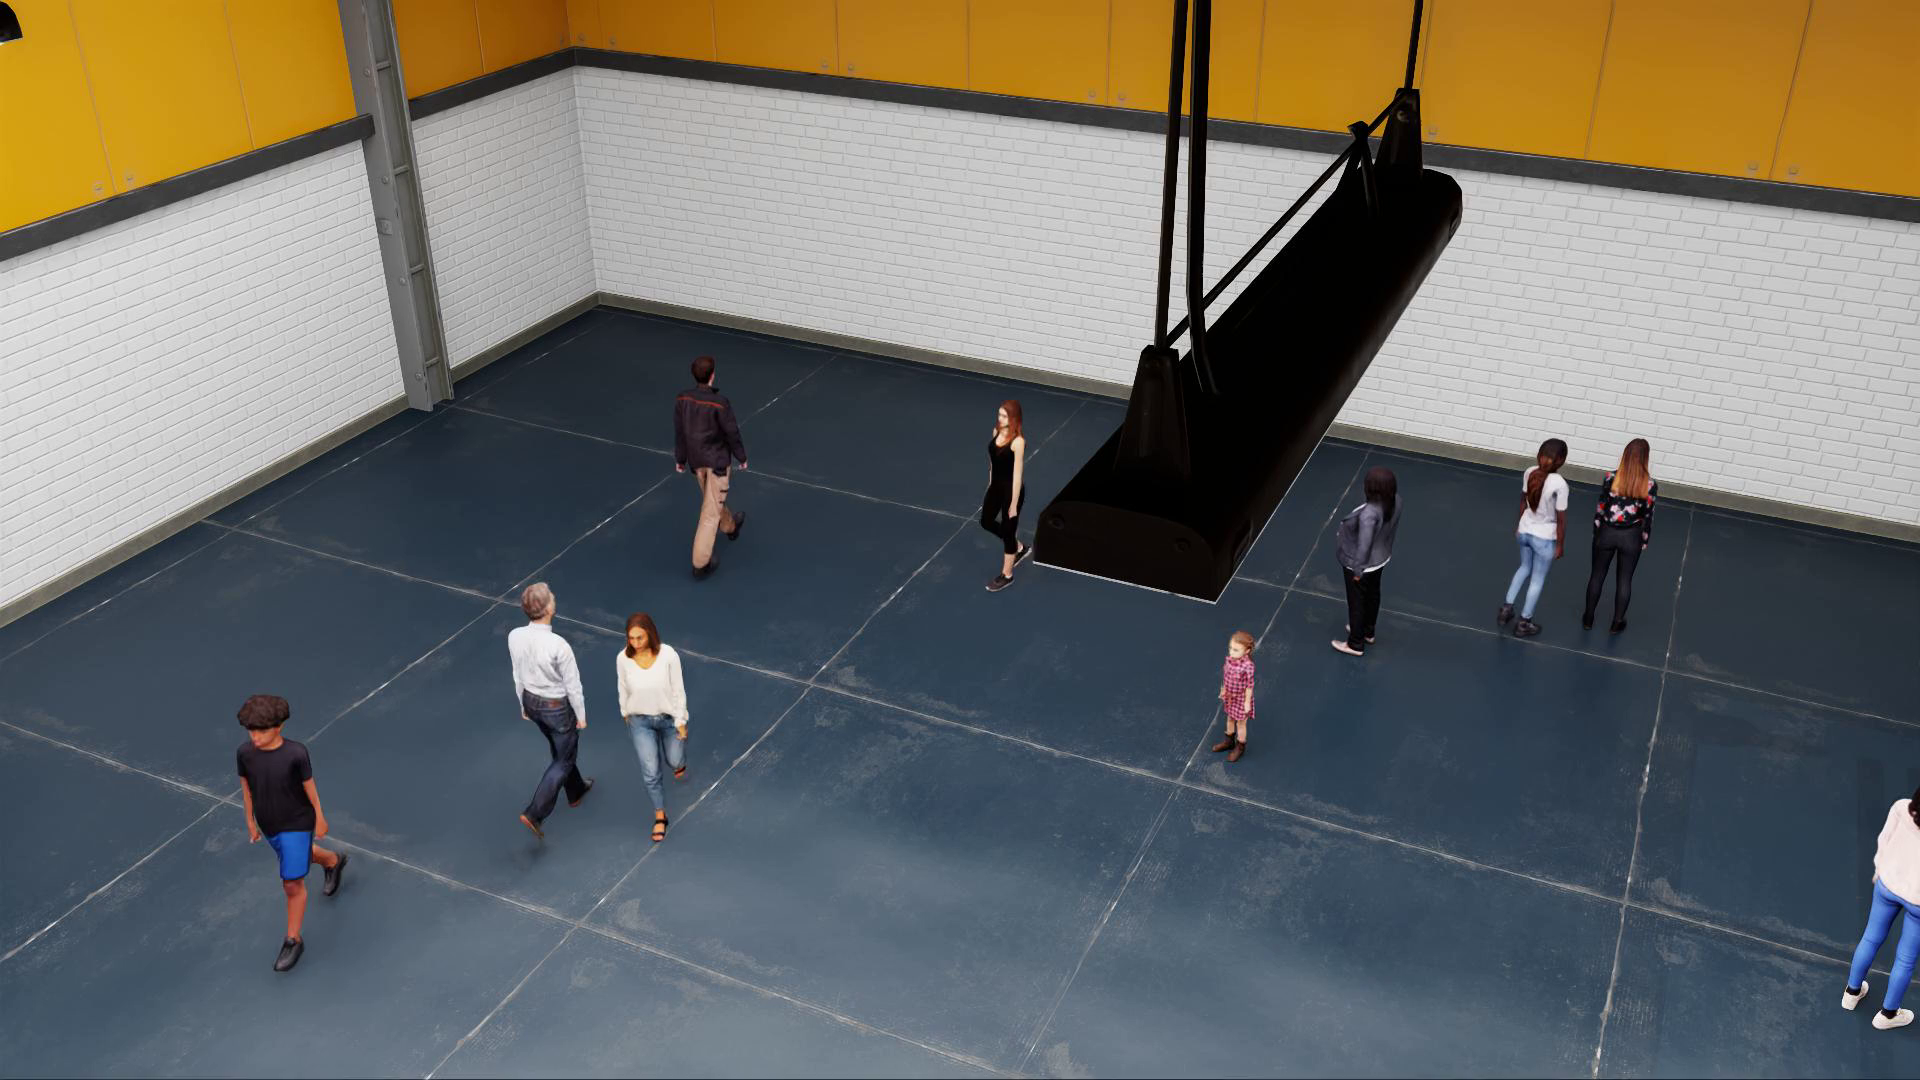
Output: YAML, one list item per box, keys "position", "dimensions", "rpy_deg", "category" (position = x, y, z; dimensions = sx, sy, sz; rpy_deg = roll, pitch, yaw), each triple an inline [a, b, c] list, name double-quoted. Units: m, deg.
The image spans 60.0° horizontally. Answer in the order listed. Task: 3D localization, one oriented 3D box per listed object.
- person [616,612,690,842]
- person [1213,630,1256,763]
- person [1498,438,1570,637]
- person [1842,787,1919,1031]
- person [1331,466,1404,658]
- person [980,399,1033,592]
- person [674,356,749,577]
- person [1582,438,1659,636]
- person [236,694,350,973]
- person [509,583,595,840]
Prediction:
- position: [-1.992, 1.155, 11.050]
  dimensions: [0.846, 1.658, 1.024]
  rpy_deg: [0, 29, 0]
  category: "person"
- position: [1.985, 1.089, 11.837]
  dimensions: [0.530, 1.020, 0.498]
  rpy_deg: [-18, 34, -30]
  category: "person"
- position: [4.554, -0.005, 13.113]
  dimensions: [0.725, 1.720, 0.683]
  rpy_deg: [-15, 32, -25]
  category: "person"
- position: [5.357, 1.999, 9.387]
  dimensions: [0.737, 1.769, 0.731]
  rpy_deg: [-17, 33, -28]
  category: "person"
- position: [3.180, 0.149, 12.959]
  dimensions: [0.792, 1.597, 0.682]
  rpy_deg: [23, 36, 35]
  category: "person"
- position: [0.449, -0.405, 13.846]
  dimensions: [0.869, 1.720, 0.786]
  rpy_deg: [-17, 33, -28]
  category: "person"
- position: [-2.152, -0.584, 14.018]
  dimensions: [0.763, 1.869, 1.215]
  rpy_deg: [11, 30, 19]
  category: "person"
- position: [5.236, -0.034, 13.204]
  dimensions: [0.571, 1.683, 0.489]
  rpy_deg: [13, 31, 22]
  category: "person"
- position: [-4.024, 1.643, 10.053]
  dimensions: [0.869, 1.756, 1.260]
  rpy_deg: [5, 29, 9]
  category: "person"
- position: [-2.734, 1.132, 10.947]
  dimensions: [0.662, 1.798, 1.063]
  rpy_deg: [11, 31, 20]
  category: "person"
